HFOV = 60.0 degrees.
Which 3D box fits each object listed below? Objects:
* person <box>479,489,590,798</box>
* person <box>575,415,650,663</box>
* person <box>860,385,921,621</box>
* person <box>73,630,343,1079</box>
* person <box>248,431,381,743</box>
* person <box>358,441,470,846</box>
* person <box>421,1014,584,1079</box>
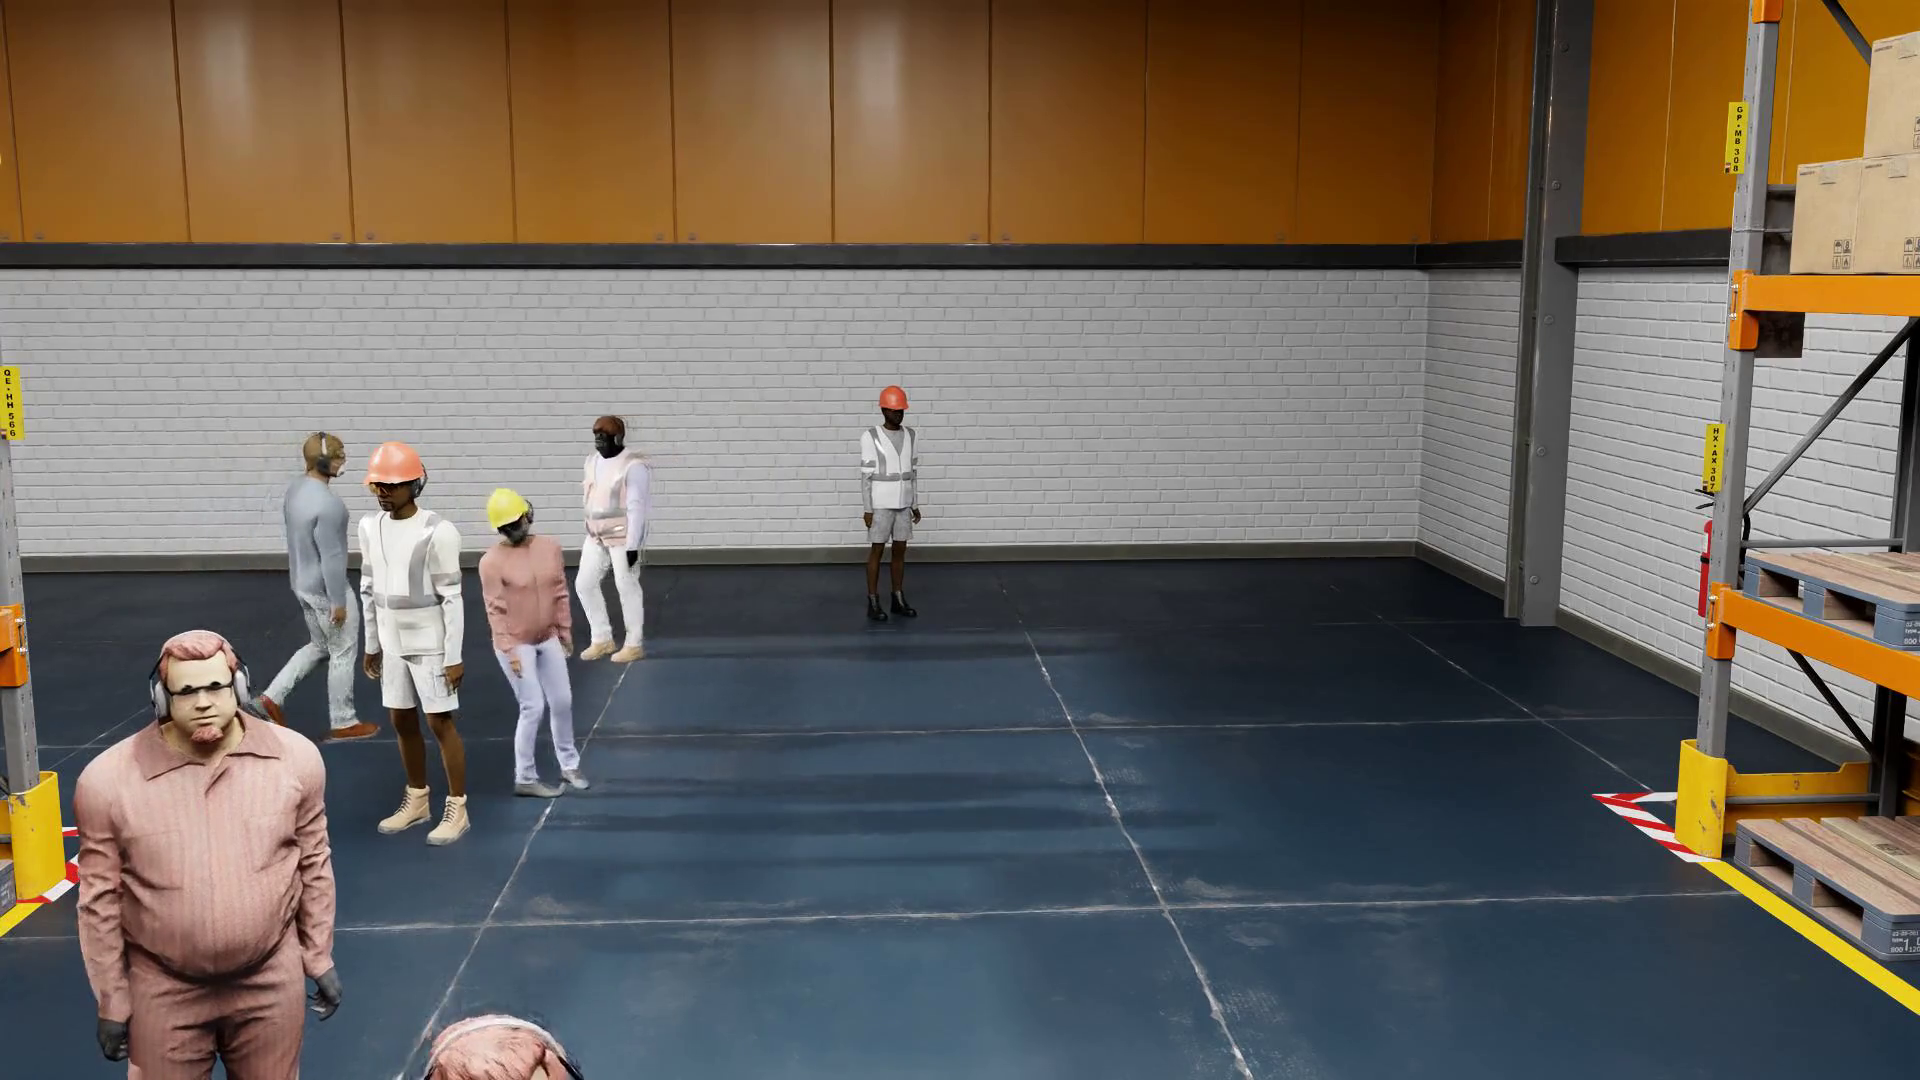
[{"bbox_3d":[-2.310,0.562,8.966,0.349,1.717,0.568,7,11,37],"label":"person"},{"bbox_3d":[-2.563,0.007,12.107,0.647,1.819,0.591,7,11,37],"label":"person"},{"bbox_3d":[-0.551,-0.306,13.702,0.548,1.937,0.379,-6,11,-34],"label":"person"},{"bbox_3d":[-1.993,1.179,4.476,0.641,1.910,0.401,-6,11,-33],"label":"person"},{"bbox_3d":[-3.864,0.306,9.937,0.640,1.915,0.637,-9,13,-44],"label":"person"},{"bbox_3d":[-2.735,0.518,8.273,0.624,2.030,0.443,5,10,29],"label":"person"},{"bbox_3d":[-0.626,1.547,2.347,0.670,1.852,1.017,-2,9,-14],"label":"person"}]
